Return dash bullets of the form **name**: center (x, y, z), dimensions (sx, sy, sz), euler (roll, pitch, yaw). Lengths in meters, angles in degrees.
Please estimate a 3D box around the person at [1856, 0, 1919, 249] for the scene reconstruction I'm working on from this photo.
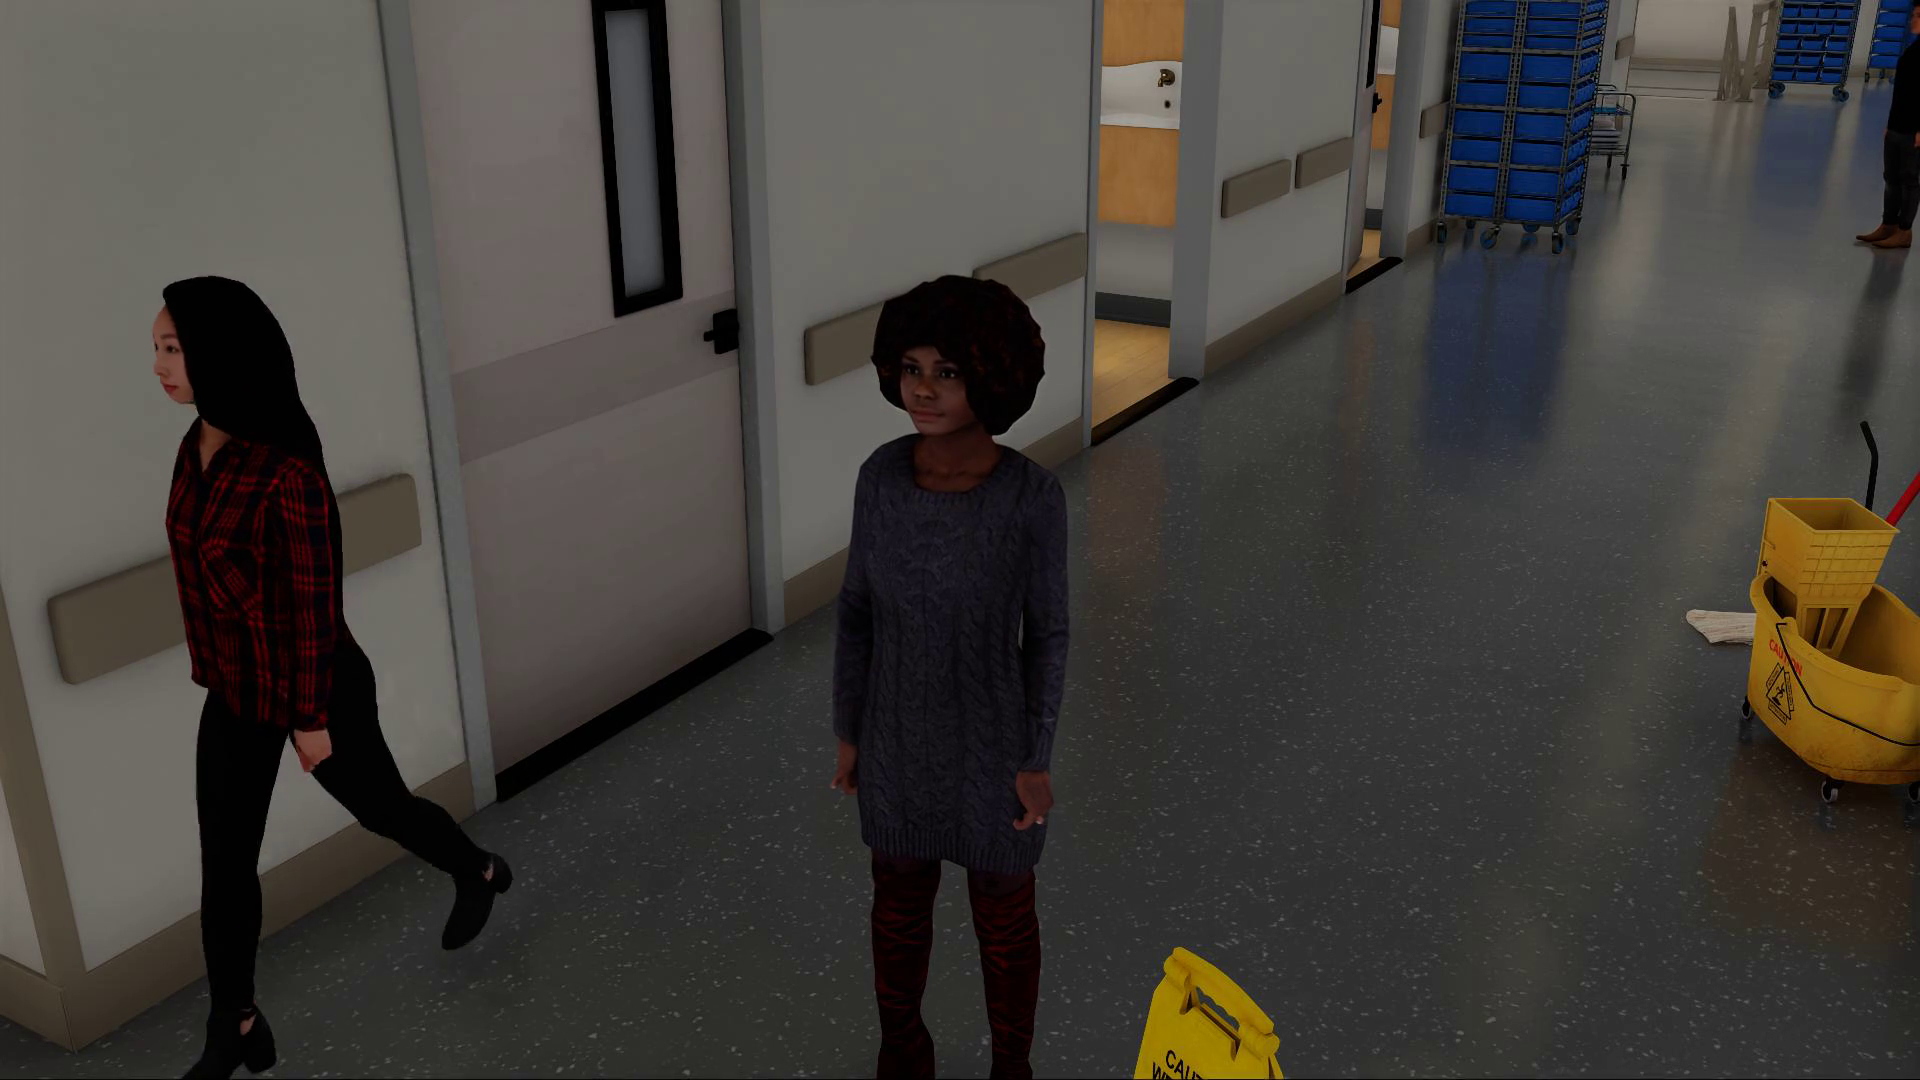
- **person**: center (6.737, -2.953, 11.771), dimensions (0.780, 1.723, 0.649), euler (1, 21, 1)

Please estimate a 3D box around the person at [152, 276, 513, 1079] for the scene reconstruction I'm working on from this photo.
- **person**: center (-1.272, 0.283, 3.388), dimensions (0.624, 1.610, 1.089), euler (13, 24, 30)

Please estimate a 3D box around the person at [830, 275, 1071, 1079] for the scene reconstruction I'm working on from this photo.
- **person**: center (-0.012, 0.371, 3.014), dimensions (0.605, 1.710, 0.554), euler (8, 22, 21)
